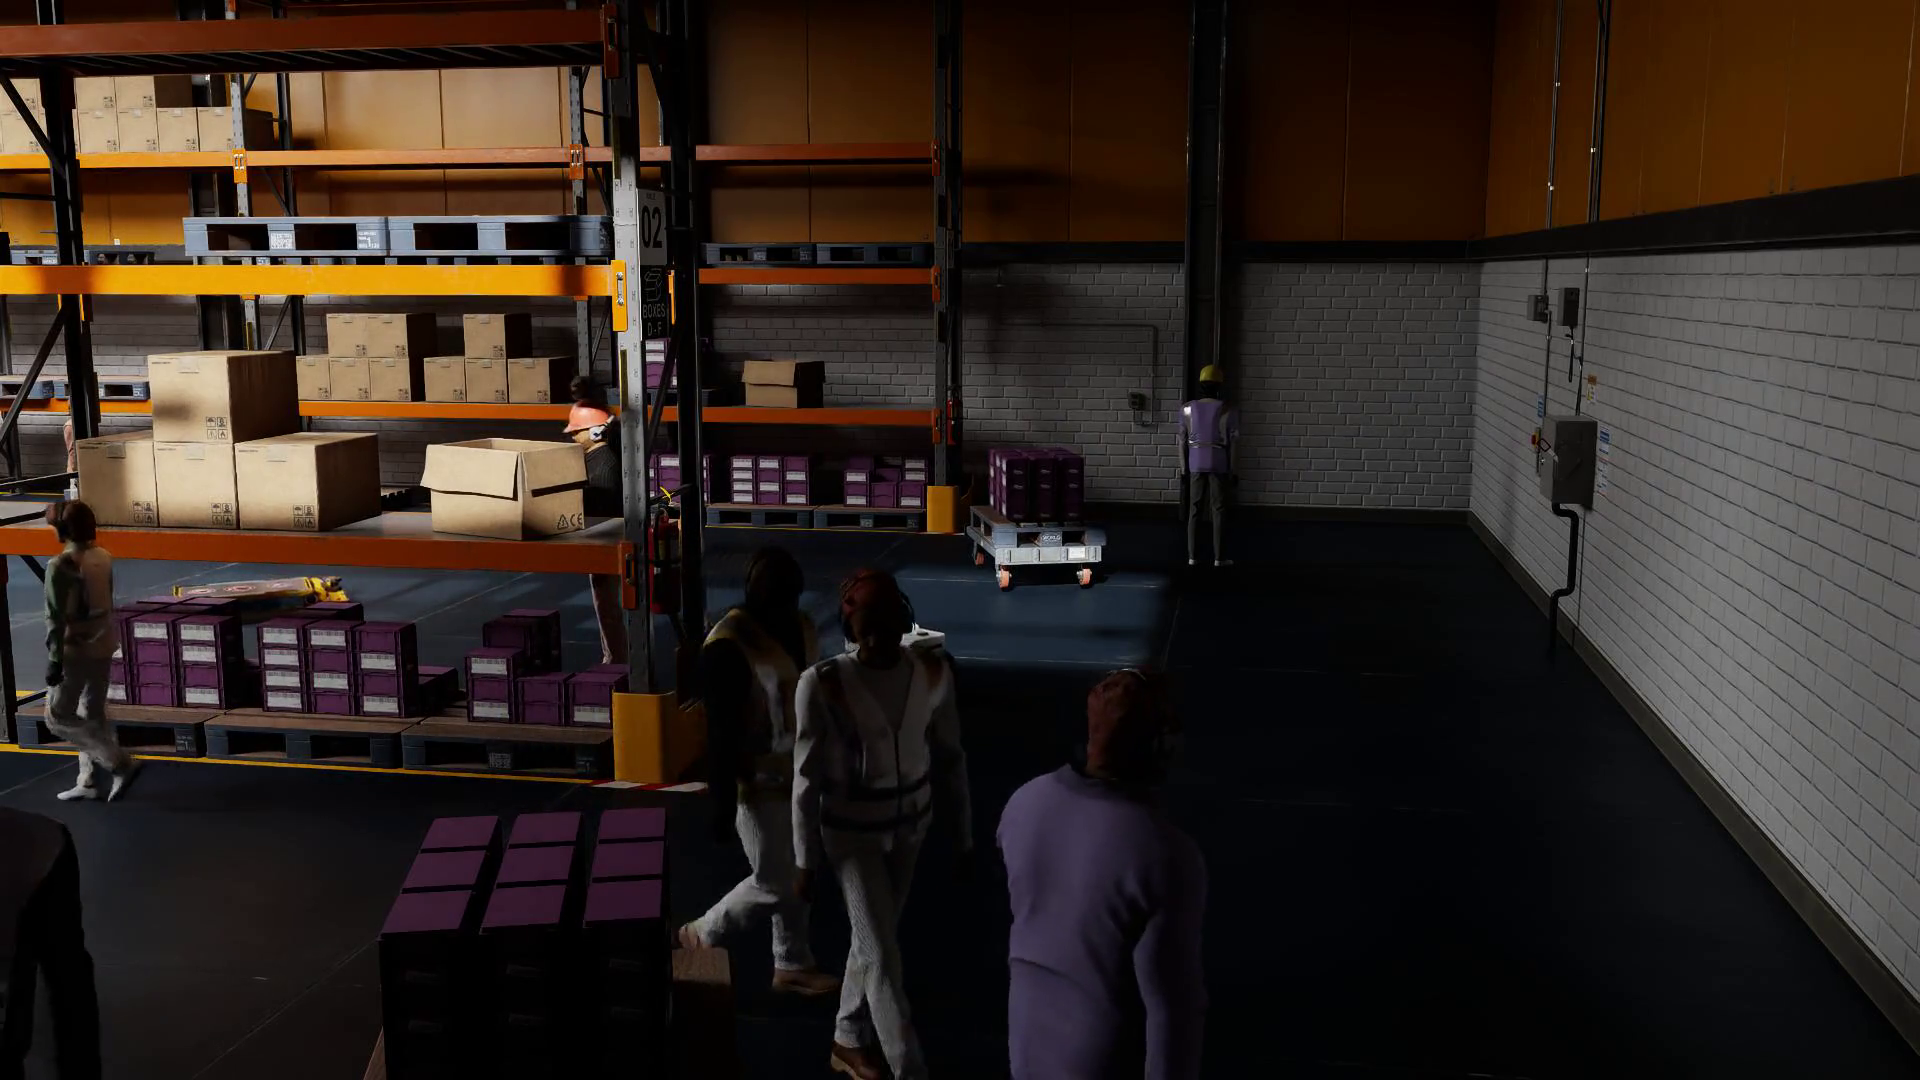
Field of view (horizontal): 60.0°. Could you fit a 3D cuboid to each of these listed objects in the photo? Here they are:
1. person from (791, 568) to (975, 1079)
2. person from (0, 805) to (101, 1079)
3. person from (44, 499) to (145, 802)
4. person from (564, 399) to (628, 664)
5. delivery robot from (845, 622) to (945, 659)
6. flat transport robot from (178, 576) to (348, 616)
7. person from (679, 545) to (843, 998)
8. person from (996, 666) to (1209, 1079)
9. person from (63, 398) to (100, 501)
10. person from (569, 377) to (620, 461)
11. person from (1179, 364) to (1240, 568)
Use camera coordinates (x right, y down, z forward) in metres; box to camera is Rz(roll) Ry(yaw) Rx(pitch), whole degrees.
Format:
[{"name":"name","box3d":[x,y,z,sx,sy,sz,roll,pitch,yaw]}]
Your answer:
[{"name":"person","box3d":[-0.194,1.010,5.422,0.609,1.836,0.933,-6,11,-35]},{"name":"person","box3d":[-2.337,1.248,3.900,0.632,1.870,0.788,-2,9,-10]},{"name":"person","box3d":[-4.539,0.594,8.656,0.459,1.625,0.538,0,9,2]},{"name":"person","box3d":[-2.332,0.080,10.747,0.389,1.990,0.610,-2,9,-15]},{"name":"delivery robot","box3d":[-0.441,0.693,11.089,0.707,0.478,0.477,8,12,41]},{"name":"flat transport robot","box3d":[-5.780,0.481,13.576,1.431,0.197,0.652,-4,10,-24]},{"name":"person","box3d":[-0.742,0.896,6.234,0.536,1.809,0.689,4,10,25]},{"name":"person","box3d":[0.379,1.227,3.971,0.633,1.884,0.681,-8,12,-41]},{"name":"person","box3d":[-8.494,-0.616,16.149,0.307,1.641,0.512,-1,9,-6]},{"name":"person","box3d":[-3.636,-0.730,16.501,1.020,1.758,0.517,-3,10,-20]},{"name":"person","box3d":[2.359,-0.693,15.736,0.587,1.927,0.365,4,10,22]}]
